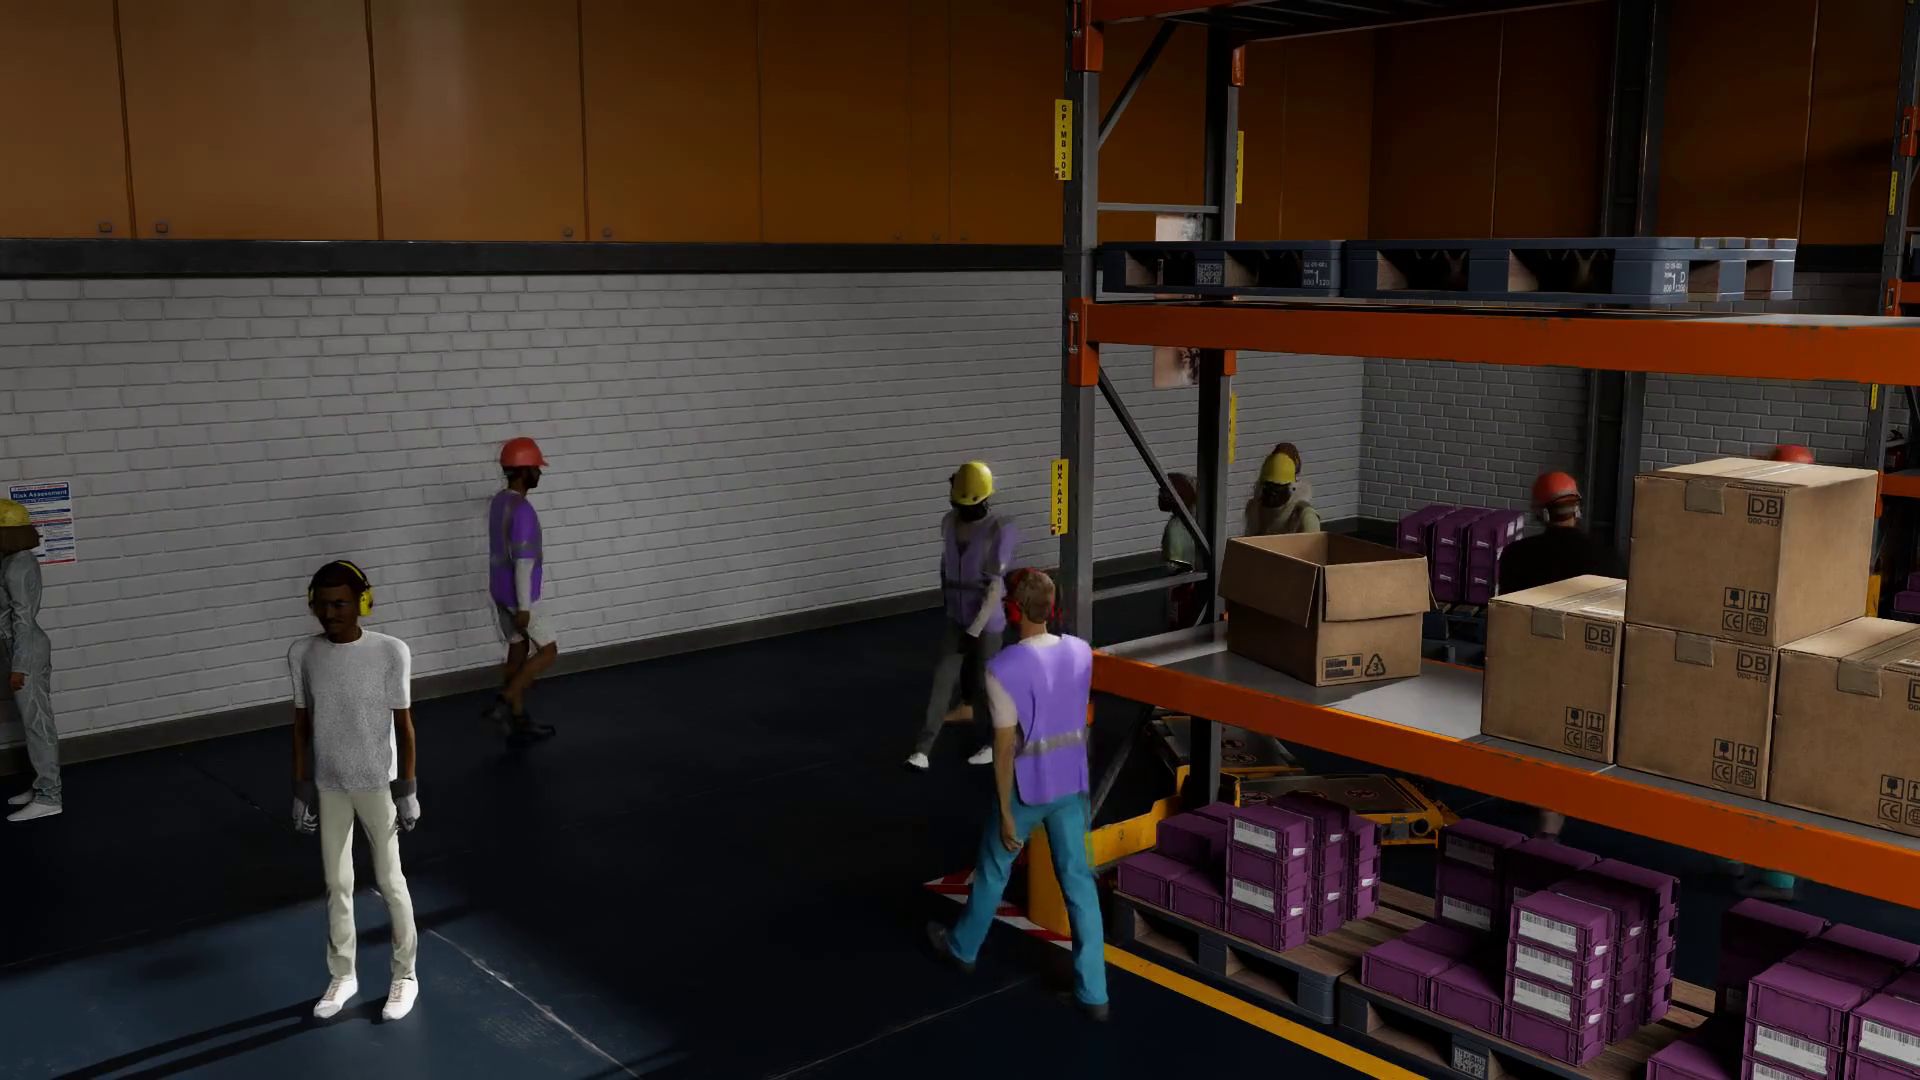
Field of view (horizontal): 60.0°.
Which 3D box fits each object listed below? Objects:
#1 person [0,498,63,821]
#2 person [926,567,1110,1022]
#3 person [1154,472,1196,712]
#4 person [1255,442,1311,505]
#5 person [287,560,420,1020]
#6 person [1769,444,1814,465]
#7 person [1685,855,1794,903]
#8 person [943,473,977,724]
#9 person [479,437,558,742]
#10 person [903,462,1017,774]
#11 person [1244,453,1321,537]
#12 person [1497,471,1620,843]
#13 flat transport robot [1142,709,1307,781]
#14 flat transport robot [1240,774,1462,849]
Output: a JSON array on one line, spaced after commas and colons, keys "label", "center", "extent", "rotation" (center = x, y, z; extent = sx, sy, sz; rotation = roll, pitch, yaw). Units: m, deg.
[{"label": "person", "center": [-5.090, 0.639, 9.006], "extent": [0.297, 1.744, 0.487], "rotation": [-5, 11, -26]}, {"label": "person", "center": [0.274, 0.997, 6.777], "extent": [0.572, 1.784, 0.991], "rotation": [-7, 12, -37]}, {"label": "person", "center": [1.521, 0.356, 11.015], "extent": [0.499, 1.615, 0.506], "rotation": [5, 11, 27]}, {"label": "person", "center": [2.438, 0.063, 12.732], "extent": [0.511, 1.617, 0.422], "rotation": [9, 13, 44]}, {"label": "person", "center": [-2.411, 0.994, 6.619], "extent": [0.514, 1.854, 0.316], "rotation": [1, 10, 3]}, {"label": "person", "center": [4.960, 0.376, 10.036], "extent": [0.585, 1.913, 0.591], "rotation": [2, 10, 11]}, {"label": "person", "center": [3.690, 0.833, 7.836], "extent": [0.622, 1.742, 0.554], "rotation": [5, 11, 28]}, {"label": "person", "center": [0.167, 0.374, 10.761], "extent": [0.601, 1.676, 0.535], "rotation": [0, 10, -3]}, {"label": "person", "center": [-2.737, 0.325, 10.315], "extent": [0.463, 1.926, 0.542], "rotation": [-7, 12, -35]}, {"label": "person", "center": [0.037, 0.468, 9.672], "extent": [0.609, 1.860, 0.882], "rotation": [8, 12, 39]}, {"label": "person", "center": [2.021, 0.333, 10.654], "extent": [0.529, 1.806, 0.613], "rotation": [-6, 12, -32]}, {"label": "person", "center": [3.081, 0.613, 8.624], "extent": [0.619, 1.935, 1.001], "rotation": [4, 11, 23]}, {"label": "flat transport robot", "center": [1.521, 1.256, 9.698], "extent": [0.652, 0.197, 1.431], "rotation": [-1, 10, -5]}, {"label": "flat transport robot", "center": [1.888, 1.425, 8.708], "extent": [1.431, 0.197, 0.652], "rotation": [-1, 10, -5]}]
